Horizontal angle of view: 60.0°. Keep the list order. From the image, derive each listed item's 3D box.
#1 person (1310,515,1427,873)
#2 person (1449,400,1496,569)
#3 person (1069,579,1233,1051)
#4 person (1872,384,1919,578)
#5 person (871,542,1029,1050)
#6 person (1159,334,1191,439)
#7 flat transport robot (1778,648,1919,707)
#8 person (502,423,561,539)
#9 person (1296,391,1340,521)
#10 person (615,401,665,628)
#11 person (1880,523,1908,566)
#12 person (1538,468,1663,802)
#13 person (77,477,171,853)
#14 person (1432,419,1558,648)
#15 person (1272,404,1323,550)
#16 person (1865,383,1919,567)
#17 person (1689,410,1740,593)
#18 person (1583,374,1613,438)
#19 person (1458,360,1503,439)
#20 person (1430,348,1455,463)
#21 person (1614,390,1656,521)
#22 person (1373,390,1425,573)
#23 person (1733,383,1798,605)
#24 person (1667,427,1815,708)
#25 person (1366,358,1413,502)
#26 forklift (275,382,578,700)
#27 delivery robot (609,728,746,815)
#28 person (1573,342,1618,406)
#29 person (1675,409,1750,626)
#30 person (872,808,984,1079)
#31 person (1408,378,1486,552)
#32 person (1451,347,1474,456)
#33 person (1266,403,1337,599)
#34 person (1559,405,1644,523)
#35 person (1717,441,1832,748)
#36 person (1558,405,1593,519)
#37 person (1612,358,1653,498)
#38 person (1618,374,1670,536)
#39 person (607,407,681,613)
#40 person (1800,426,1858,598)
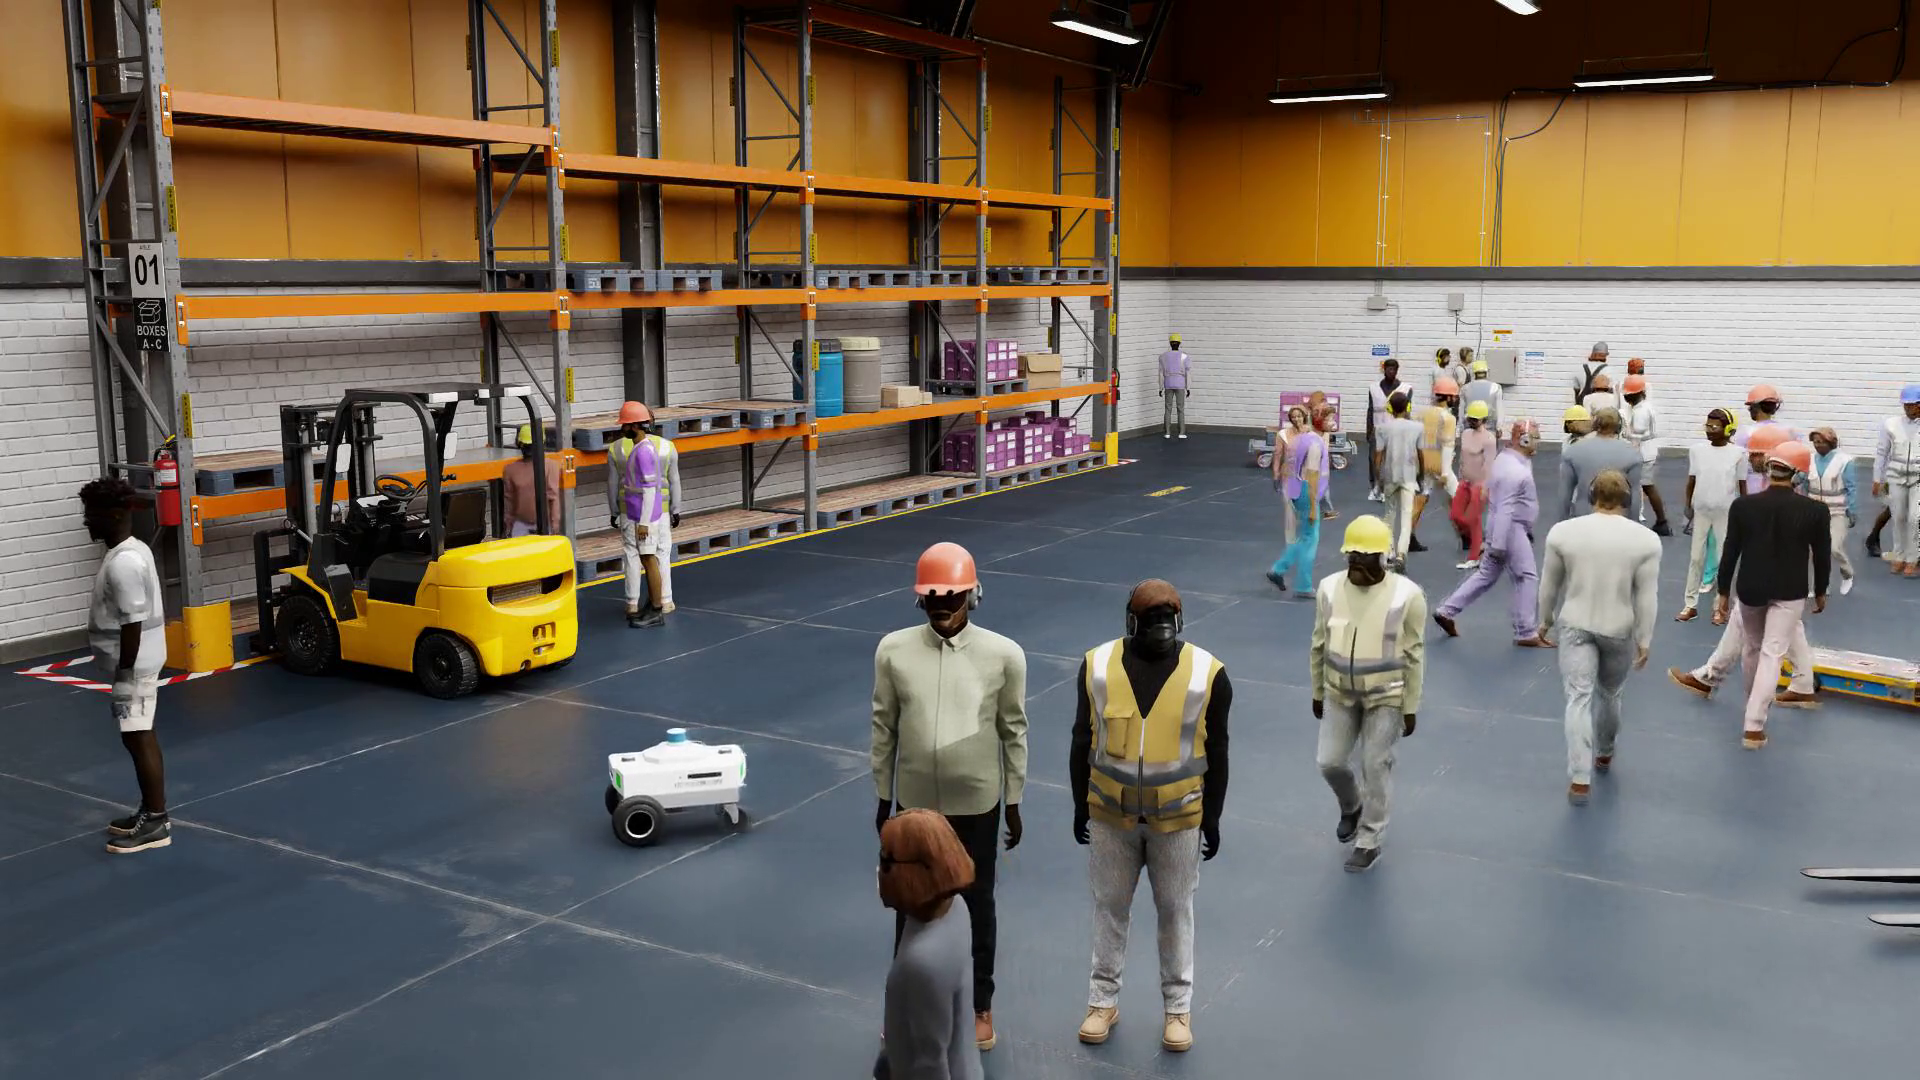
[{"bbox_3d":[2.055,0.764,8.420,0.597,1.817,0.454,6,11,33],"label":"person"},{"bbox_3d":[5.209,-0.558,16.861,0.396,1.738,0.550,-3,10,-19],"label":"person"},{"bbox_3d":[0.727,1.061,6.471,0.624,1.847,0.429,2,9,13],"label":"person"},{"bbox_3d":[9.377,-0.583,16.470,0.648,1.918,0.720,8,12,43],"label":"person"},{"bbox_3d":[-0.045,0.989,6.442,0.612,1.995,0.393,1,9,8],"label":"person"},{"bbox_3d":[3.909,-2.795,30.301,0.585,1.919,0.374,2,9,12],"label":"person"},{"bbox_3d":[6.513,0.982,11.854,0.652,0.197,1.431,-8,12,-40],"label":"flat transport robot"},{"bbox_3d":[-3.677,-0.156,14.375,0.539,1.738,0.712,1,9,7],"label":"person"},{"bbox_3d":[4.292,-1.018,20.232,0.857,1.590,0.516,-8,12,-39],"label":"person"},{"bbox_3d":[-2.720,-0.216,14.151,0.373,1.933,0.550,-2,9,-12],"label":"person"},{"bbox_3d":[9.777,-0.674,16.796,0.625,2.006,0.938,-1,9,-3],"label":"person"},{"bbox_3d":[3.715,0.521,9.705,0.649,1.885,1.018,3,10,20],"label":"person"},{"bbox_3d":[-4.345,0.647,8.683,0.368,1.962,0.654,-4,10,-22],"label":"person"},{"bbox_3d":[4.344,-0.059,13.468,0.940,1.864,0.653,2,9,12],"label":"person"},{"bbox_3d":[3.599,-0.636,17.740,0.535,1.624,0.381,3,9,15],"label":"person"},{"bbox_3d":[9.810,-0.695,17.272,0.559,1.908,0.947,-1,9,-5],"label":"person"},{"bbox_3d":[7.263,-0.392,15.887,0.535,1.734,0.813,8,12,42],"label":"person"},{"bbox_3d":[8.800,-1.475,22.949,0.507,1.631,0.266,-2,9,-10],"label":"person"},{"bbox_3d":[7.255,-1.597,23.162,0.605,1.806,0.583,4,10,24],"label":"person"},{"bbox_3d":[7.608,-2.149,26.518,0.579,1.842,0.524,6,11,31],"label":"person"},{"bbox_3d":[8.192,-1.045,20.246,0.523,1.639,0.306,1,9,6],"label":"person"},{"bbox_3d":[4.452,-0.597,16.852,0.510,1.831,0.892,3,10,17],"label":"person"},{"bbox_3d":[7.174,-0.388,14.961,0.684,2.019,0.497,-2,9,-15],"label":"person"},{"bbox_3d":[5.534,0.184,11.610,0.997,1.941,0.659,5,11,31],"label":"person"},{"bbox_3d":[5.621,-1.436,21.862,0.601,1.898,0.487,5,11,30],"label":"person"},{"bbox_3d":[-3.974,-0.067,12.417,2.313,2.155,1.214,5,11,30],"label":"forklift"},{"bbox_3d":[-1.518,1.259,8.952,0.707,0.478,0.477,-3,9,-17],"label":"delivery robot"},{"bbox_3d":[9.498,-1.967,24.751,0.842,2.000,0.699,-8,12,-40],"label":"person"},{"bbox_3d":[6.468,-0.199,14.269,0.513,1.866,0.331,7,12,39],"label":"person"},{"bbox_3d":[-0.192,1.498,4.481,0.678,1.612,0.509,2,9,11],"label":"person"},{"bbox_3d":[5.237,-0.803,17.967,0.985,1.883,0.548,-4,10,-22],"label":"person"},{"bbox_3d":[8.320,-2.249,27.255,0.940,1.798,0.542,5,10,27],"label":"person"},{"bbox_3d":[3.187,-0.357,15.373,0.507,1.826,0.586,1,9,8],"label":"person"},{"bbox_3d":[5.316,-0.155,13.823,0.637,1.924,0.443,6,11,35],"label":"person"},{"bbox_3d":[5.285,0.323,10.785,0.621,1.925,1.060,7,12,38],"label":"person"},{"bbox_3d":[5.967,-0.443,16.165,0.322,1.743,0.489,-2,9,-13],"label":"person"},{"bbox_3d":[9.024,-1.497,22.316,0.356,1.883,0.572,-7,12,-38],"label":"person"},{"bbox_3d":[7.718,-0.969,19.064,0.952,1.864,0.622,2,9,14],"label":"person"},{"bbox_3d":[-2.788,-0.259,14.714,0.636,1.842,0.429,-1,9,-9],"label":"person"},{"bbox_3d":[8.009,-0.249,15.332,0.464,1.613,0.534,-5,10,-29],"label":"person"}]
